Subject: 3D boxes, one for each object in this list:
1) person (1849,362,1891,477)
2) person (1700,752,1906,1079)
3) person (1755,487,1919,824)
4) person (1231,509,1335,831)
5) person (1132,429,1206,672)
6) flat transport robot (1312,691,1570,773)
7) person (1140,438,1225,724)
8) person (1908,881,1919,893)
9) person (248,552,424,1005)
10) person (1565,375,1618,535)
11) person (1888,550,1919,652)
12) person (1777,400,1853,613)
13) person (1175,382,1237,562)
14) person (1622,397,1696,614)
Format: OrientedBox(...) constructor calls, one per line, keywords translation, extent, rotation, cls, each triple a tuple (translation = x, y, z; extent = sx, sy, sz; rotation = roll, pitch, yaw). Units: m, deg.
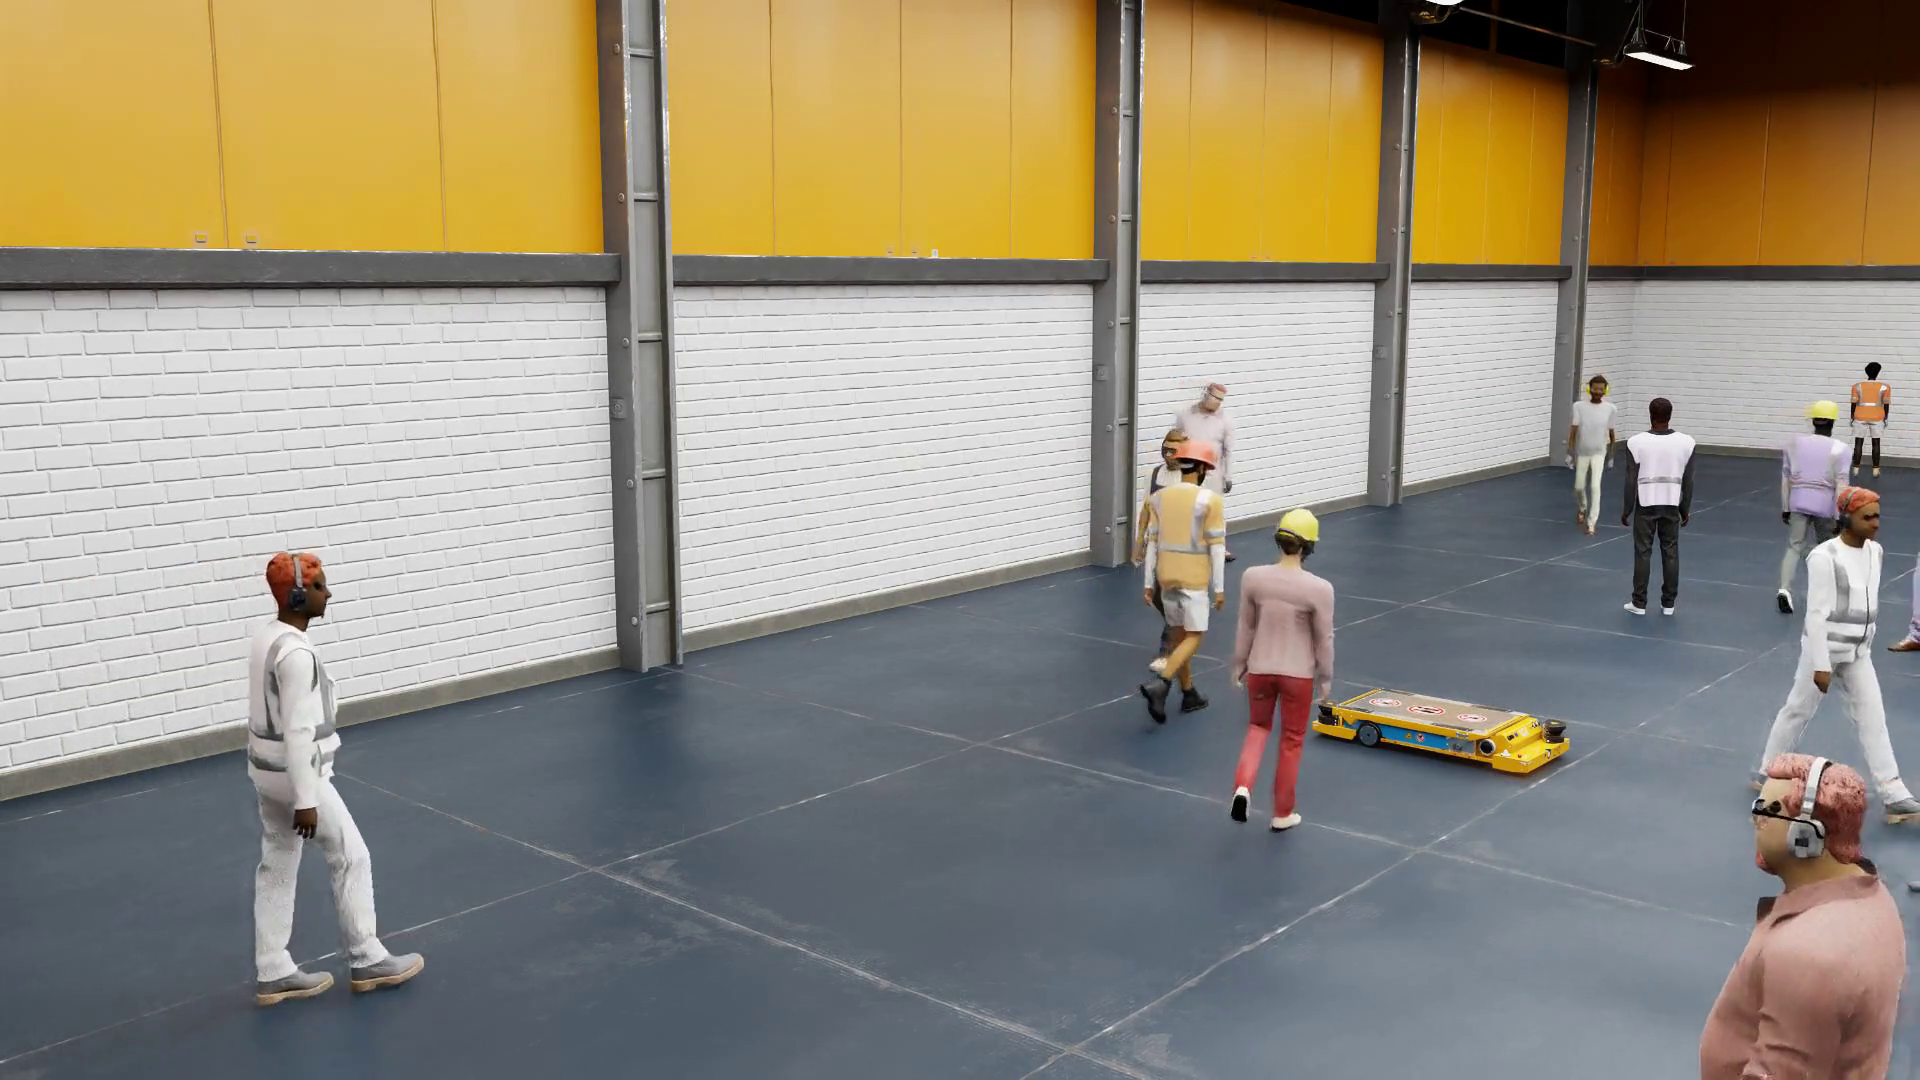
OrientedBox(translation=(13.474, -1.787, 24.655), extent=(0.537, 1.695, 0.320), rotation=(5, 10, 29), cls="person")
OrientedBox(translation=(2.022, 1.433, 3.862), extent=(0.839, 1.882, 0.640), rotation=(6, 11, 33), cls="person")
OrientedBox(translation=(4.872, 0.621, 9.135), extent=(0.590, 1.822, 1.016), rotation=(-5, 10, -27), cls="person")
OrientedBox(translation=(1.694, 0.711, 8.804), extent=(0.555, 1.744, 0.496), rotation=(6, 11, 33), cls="person")
OrientedBox(translation=(1.614, 0.053, 12.722), extent=(0.527, 1.822, 0.783), rotation=(7, 11, 38), cls="person")
OrientedBox(translation=(3.022, 1.178, 10.503), extent=(1.431, 0.197, 0.652), rotation=(8, 12, 40), cls="flat transport robot")
OrientedBox(translation=(1.445, 0.280, 11.081), extent=(0.562, 1.898, 0.815), rotation=(7, 12, 39), cls="person")
OrientedBox(translation=(4.807, 0.833, 7.751), extent=(0.373, 1.839, 0.571), rotation=(-1, 9, -9), cls="person")
OrientedBox(translation=(-2.586, 0.964, 6.855), extent=(0.774, 1.859, 0.606), rotation=(-7, 11, -36), cls="person")
OrientedBox(translation=(7.323, -1.005, 19.301), extent=(0.527, 1.845, 0.761), rotation=(4, 10, 25), cls="person")
OrientedBox(translation=(7.873, -0.020, 13.052), extent=(0.896, 1.871, 0.646), rotation=(-1, 9, -9), cls="person")
OrientedBox(translation=(7.529, -0.297, 14.723), extent=(0.583, 1.892, 0.921), rotation=(8, 12, 42), cls="person")
OrientedBox(translation=(2.520, -0.688, 17.211), extent=(0.736, 1.879, 0.423), rotation=(3, 10, 20), cls="person")
OrientedBox(translation=(6.108, -0.291, 14.580), extent=(0.591, 1.916, 0.393), rotation=(1, 9, 5), cls="person")
